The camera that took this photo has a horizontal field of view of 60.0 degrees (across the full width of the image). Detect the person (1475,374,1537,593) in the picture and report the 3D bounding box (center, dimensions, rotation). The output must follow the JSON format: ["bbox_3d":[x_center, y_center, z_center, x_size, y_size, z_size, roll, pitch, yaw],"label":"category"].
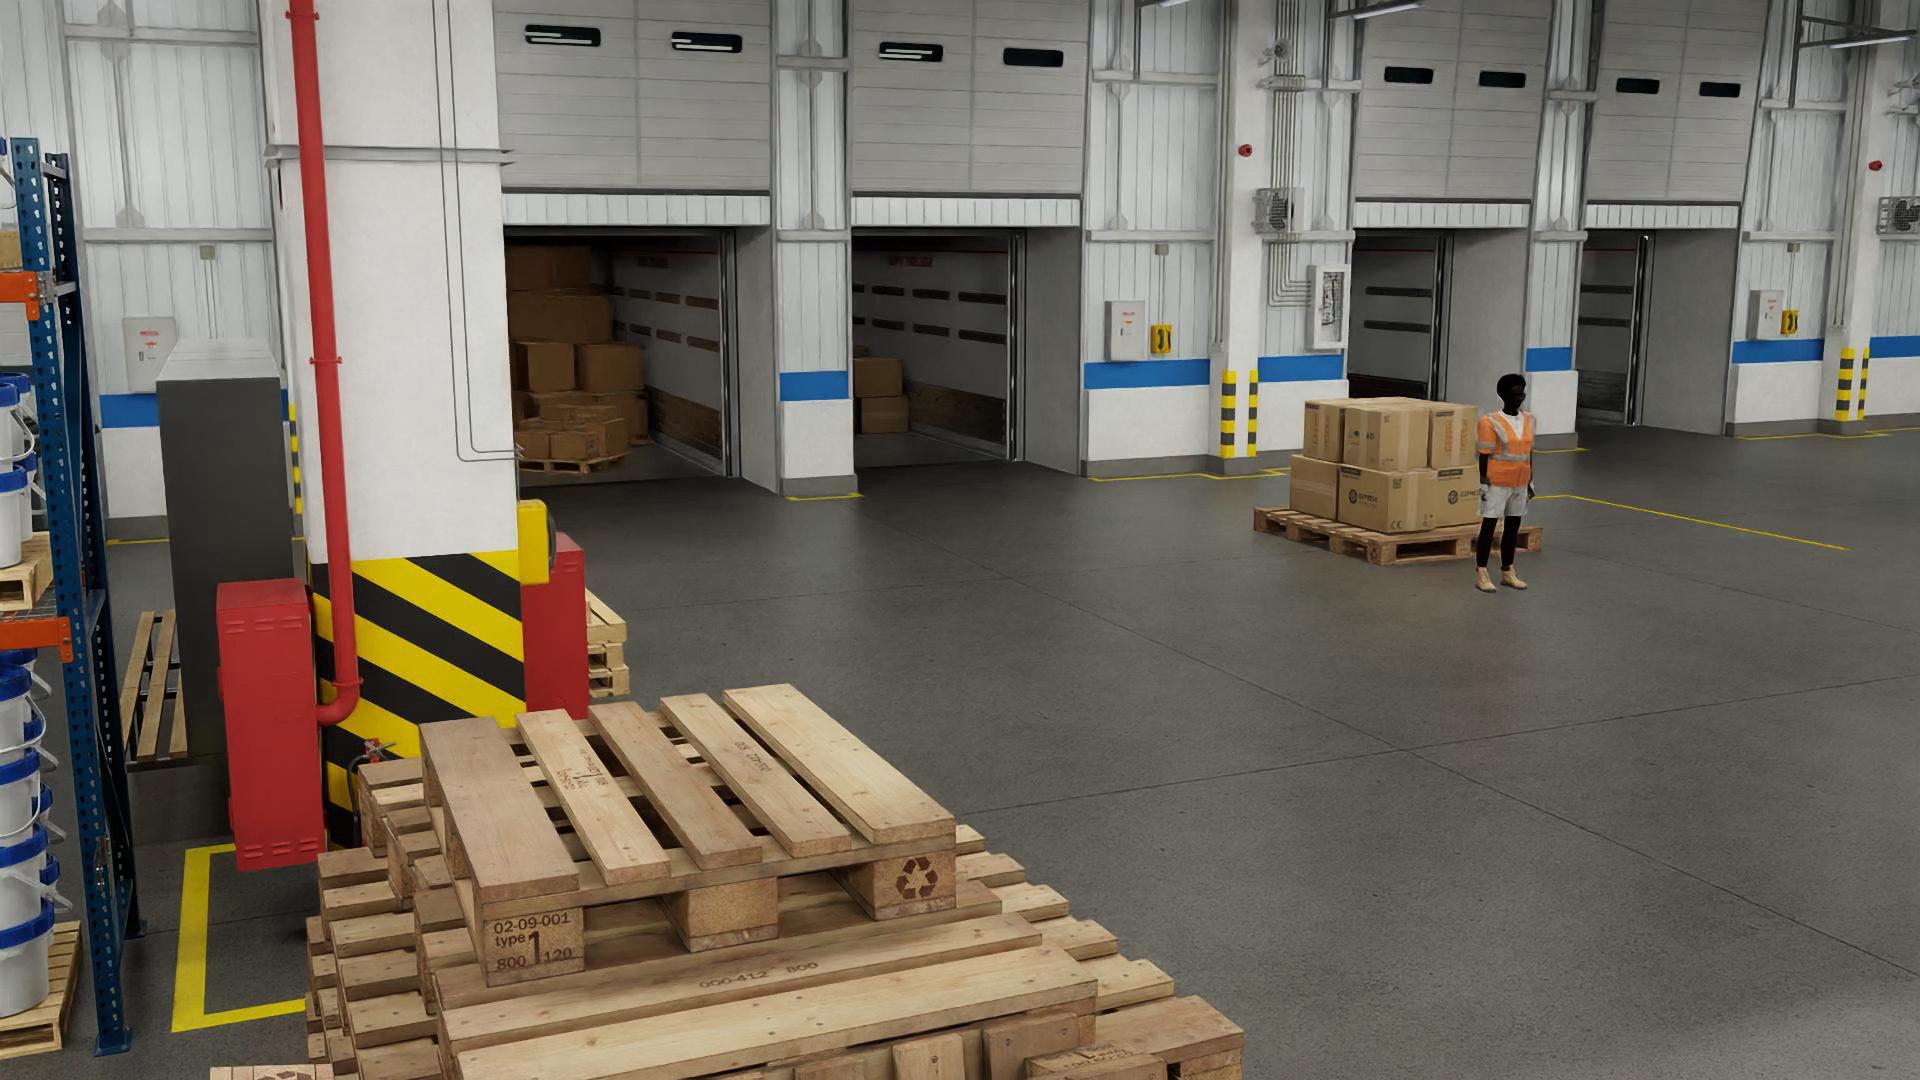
[{"bbox_3d":[4.229,-0.440,12.875,0.541,1.696,0.315,-4,11,-21],"label":"person"}]
